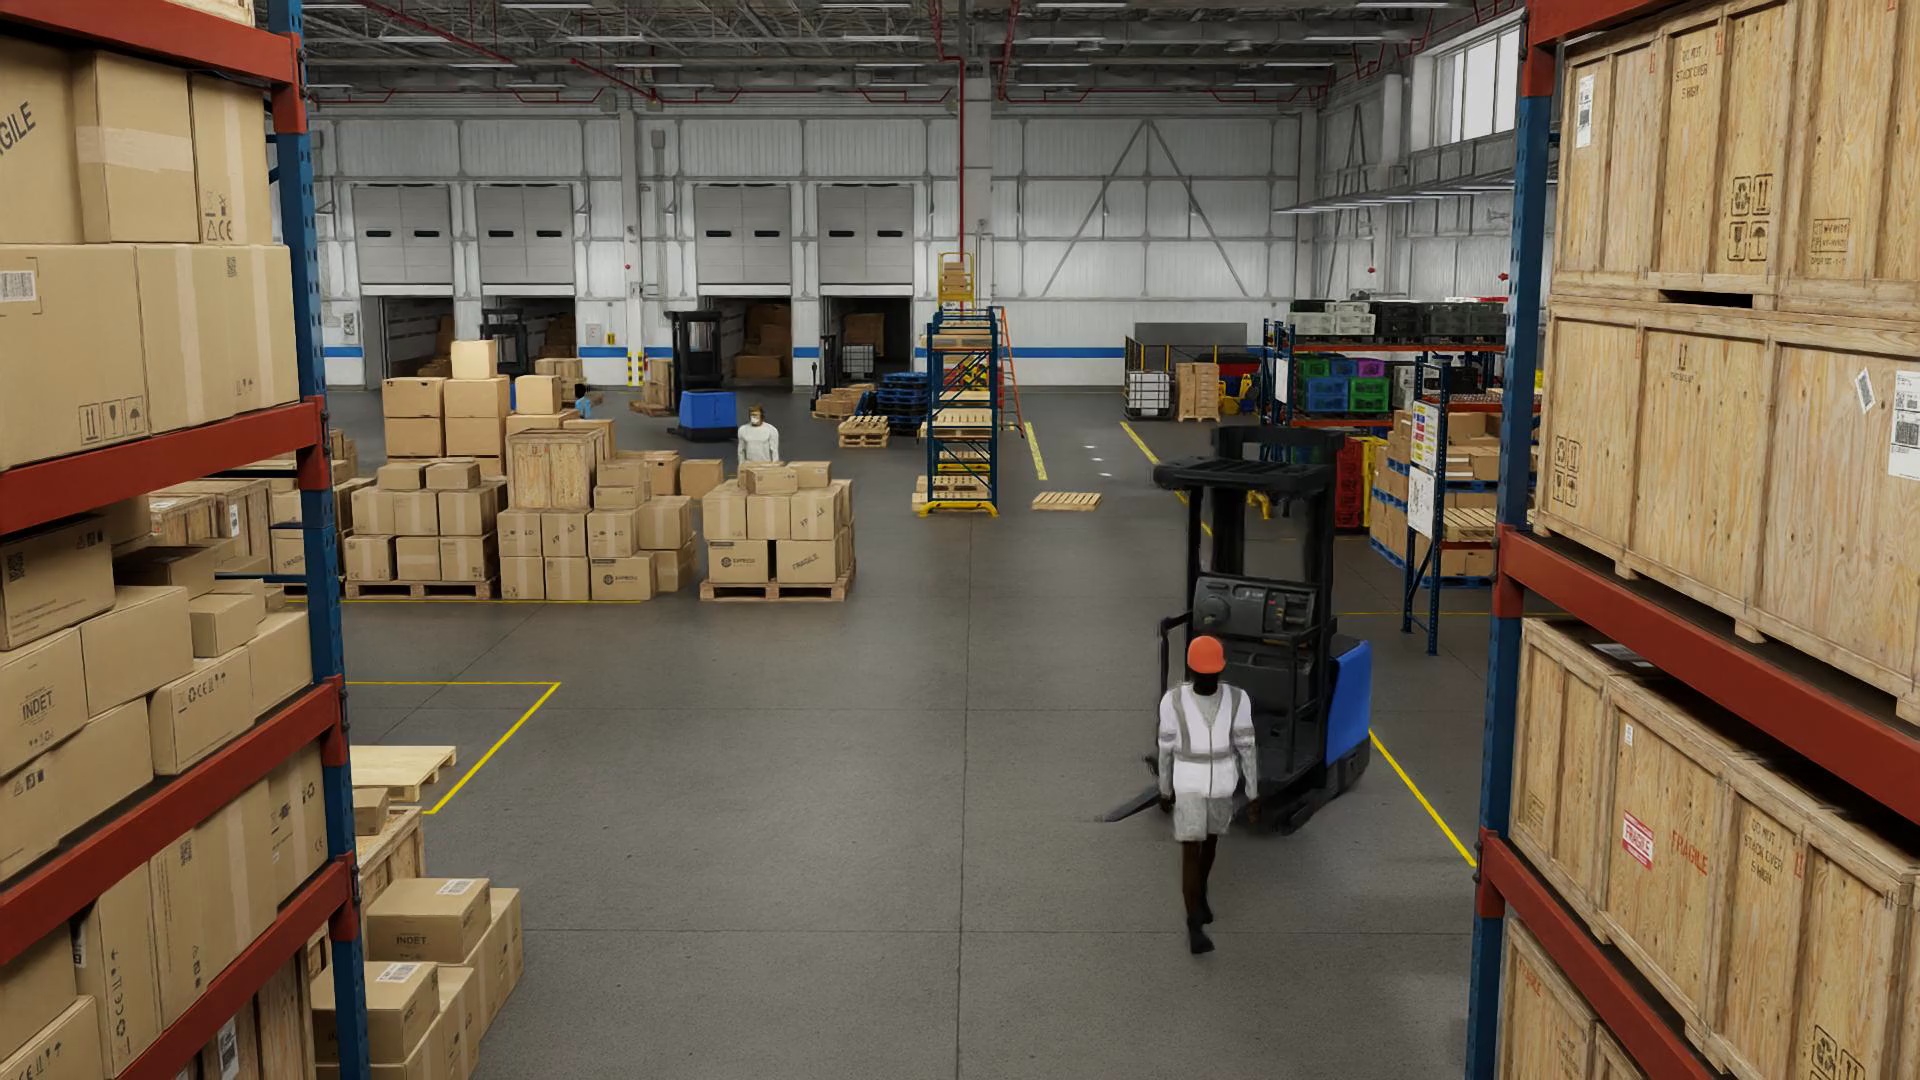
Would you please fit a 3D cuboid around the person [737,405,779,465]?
[{"bbox_3d":[-2.952,-1.026,24.391,0.624,1.931,0.373,2,10,13],"label":"person"}]

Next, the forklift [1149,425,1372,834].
[{"bbox_3d":[2.365,0.540,12.585,1.129,2.768,1.873,6,12,32],"label":"forklift"}]

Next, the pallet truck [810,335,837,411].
[{"bbox_3d":[-3.021,-4.312,43.126,1.885,1.965,0.823,3,10,17],"label":"pallet truck"}]

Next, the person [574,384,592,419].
[{"bbox_3d":[-7.198,-2.122,31.453,0.817,1.655,0.550,2,10,12],"label":"person"}]

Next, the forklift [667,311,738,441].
[{"bbox_3d":[-5.744,-3.686,36.967,1.129,2.768,1.873,-5,11,-25],"label":"forklift"}]

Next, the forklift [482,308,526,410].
[{"bbox_3d":[-10.700,-4.063,39.144,1.129,2.768,1.873,-3,10,-15],"label":"forklift"}]

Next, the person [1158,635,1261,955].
[{"bbox_3d":[1.486,1.492,9.965,0.567,1.879,1.003,-1,10,-6],"label":"person"}]
